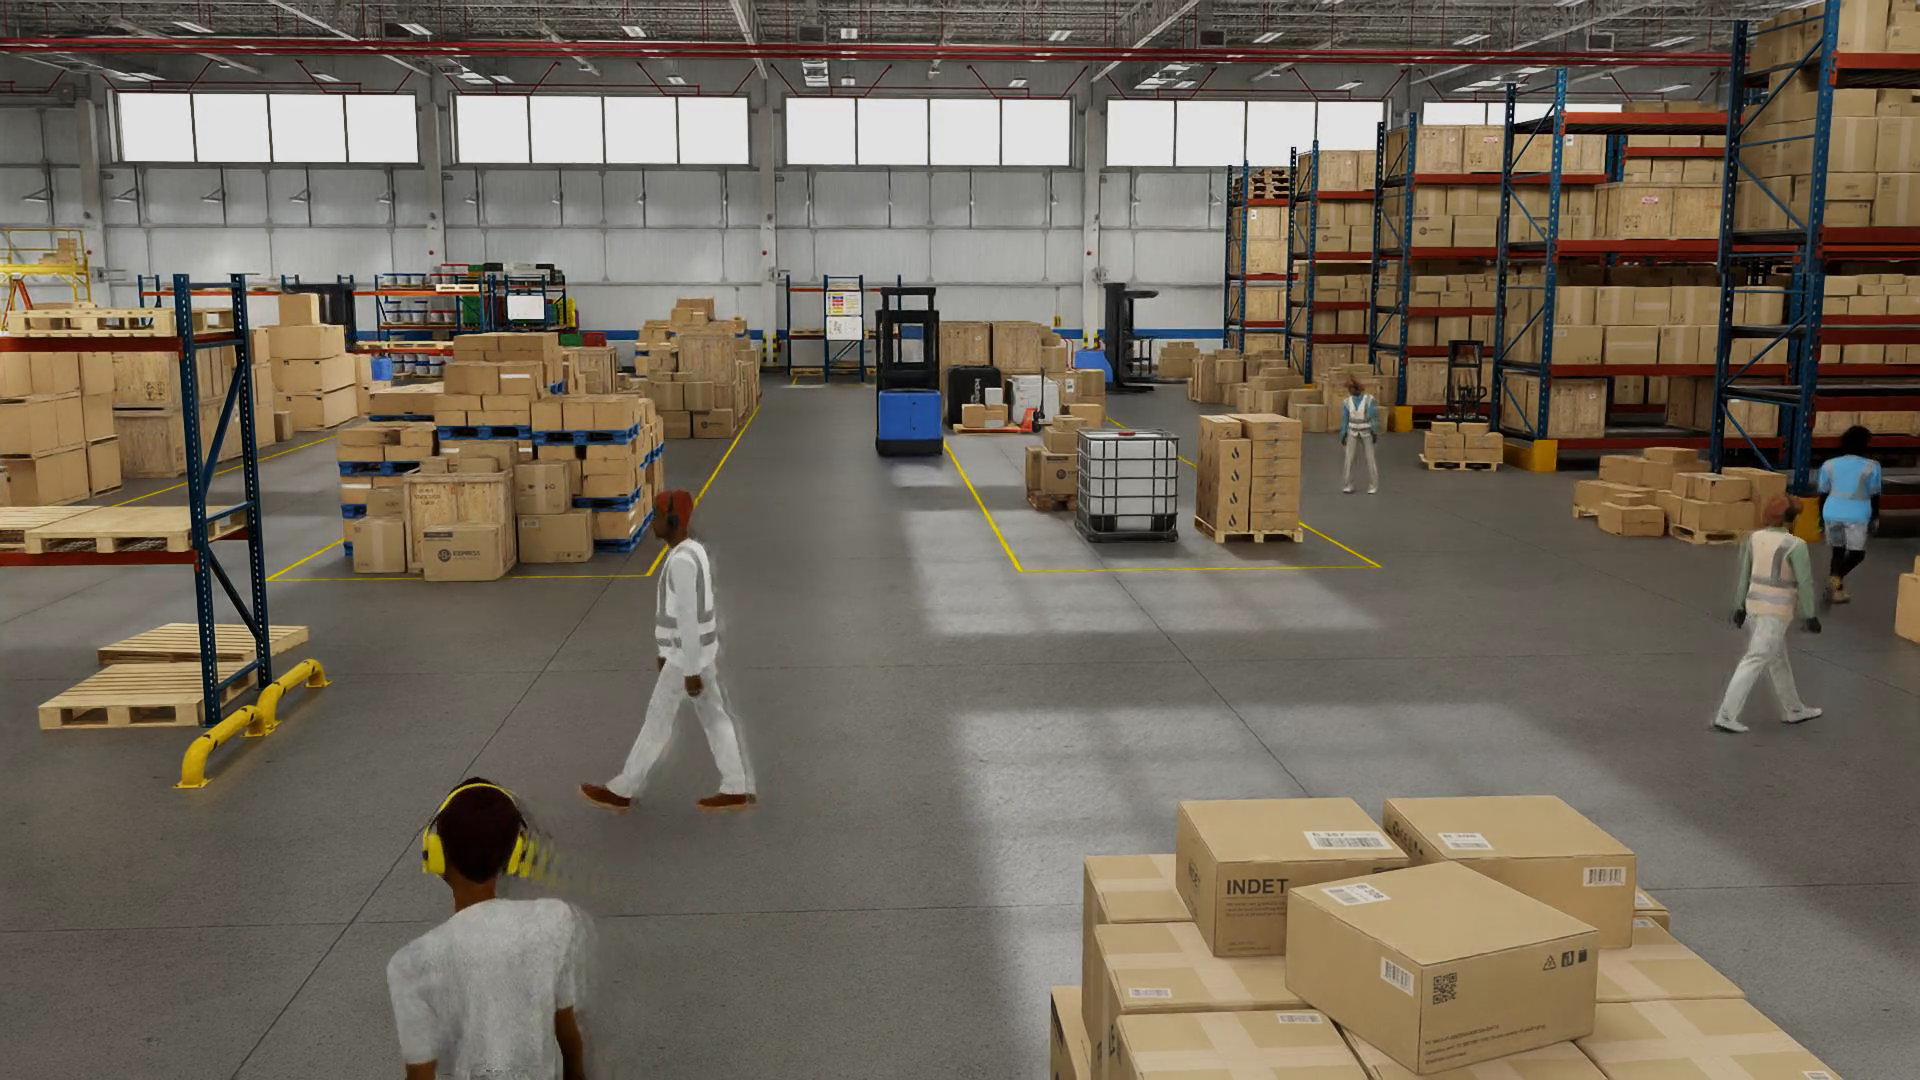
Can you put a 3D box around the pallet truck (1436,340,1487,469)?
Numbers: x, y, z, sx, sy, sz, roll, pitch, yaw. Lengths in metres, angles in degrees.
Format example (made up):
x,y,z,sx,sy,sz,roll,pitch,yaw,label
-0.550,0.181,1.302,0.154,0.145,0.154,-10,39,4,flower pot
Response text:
x,y,z,sx,sy,sz,roll,pitch,yaw,label
8.004,-2.170,26.422,0.823,1.965,1.885,2,9,14,pallet truck

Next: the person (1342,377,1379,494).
x,y,z,sx,sy,sz,roll,pitch,yaw,label
5.582,-1.447,23.067,0.562,1.615,0.377,7,12,39,person

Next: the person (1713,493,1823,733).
x,y,z,sx,sy,sz,roll,pitch,yaw,label
5.390,0.487,11.003,0.878,1.591,0.509,-2,9,-10,person

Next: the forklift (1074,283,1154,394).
x,y,z,sx,sy,sz,roll,pitch,yaw,label
3.939,-5.189,42.614,1.873,2.768,1.129,3,10,19,forklift

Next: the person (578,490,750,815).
x,y,z,sx,sy,sz,roll,pitch,yaw,label
-1.650,0.639,9.271,1.005,1.831,0.591,0,9,-1,person

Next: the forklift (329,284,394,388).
x,y,z,sx,sy,sz,roll,pitch,yaw,label
-14.224,-4.534,38.502,1.873,2.768,1.129,-1,9,-4,forklift

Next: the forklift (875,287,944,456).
x,y,z,sx,sy,sz,roll,pitch,yaw,label
-0.871,-2.887,28.157,1.129,2.768,1.873,-1,9,-4,forklift

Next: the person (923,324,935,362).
x,y,z,sx,sy,sz,roll,pitch,yaw,label
-0.565,-3.849,37.146,0.544,1.938,0.355,-6,11,-32,person

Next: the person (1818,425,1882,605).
x,y,z,sx,sy,sz,roll,pitch,yaw,label
8.020,-0.208,15.085,0.647,1.671,0.530,-7,12,-38,person

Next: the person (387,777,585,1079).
x,y,z,sx,sy,sz,roll,pitch,yaw,label
-1.089,1.491,3.991,0.871,1.833,0.532,8,12,42,person
